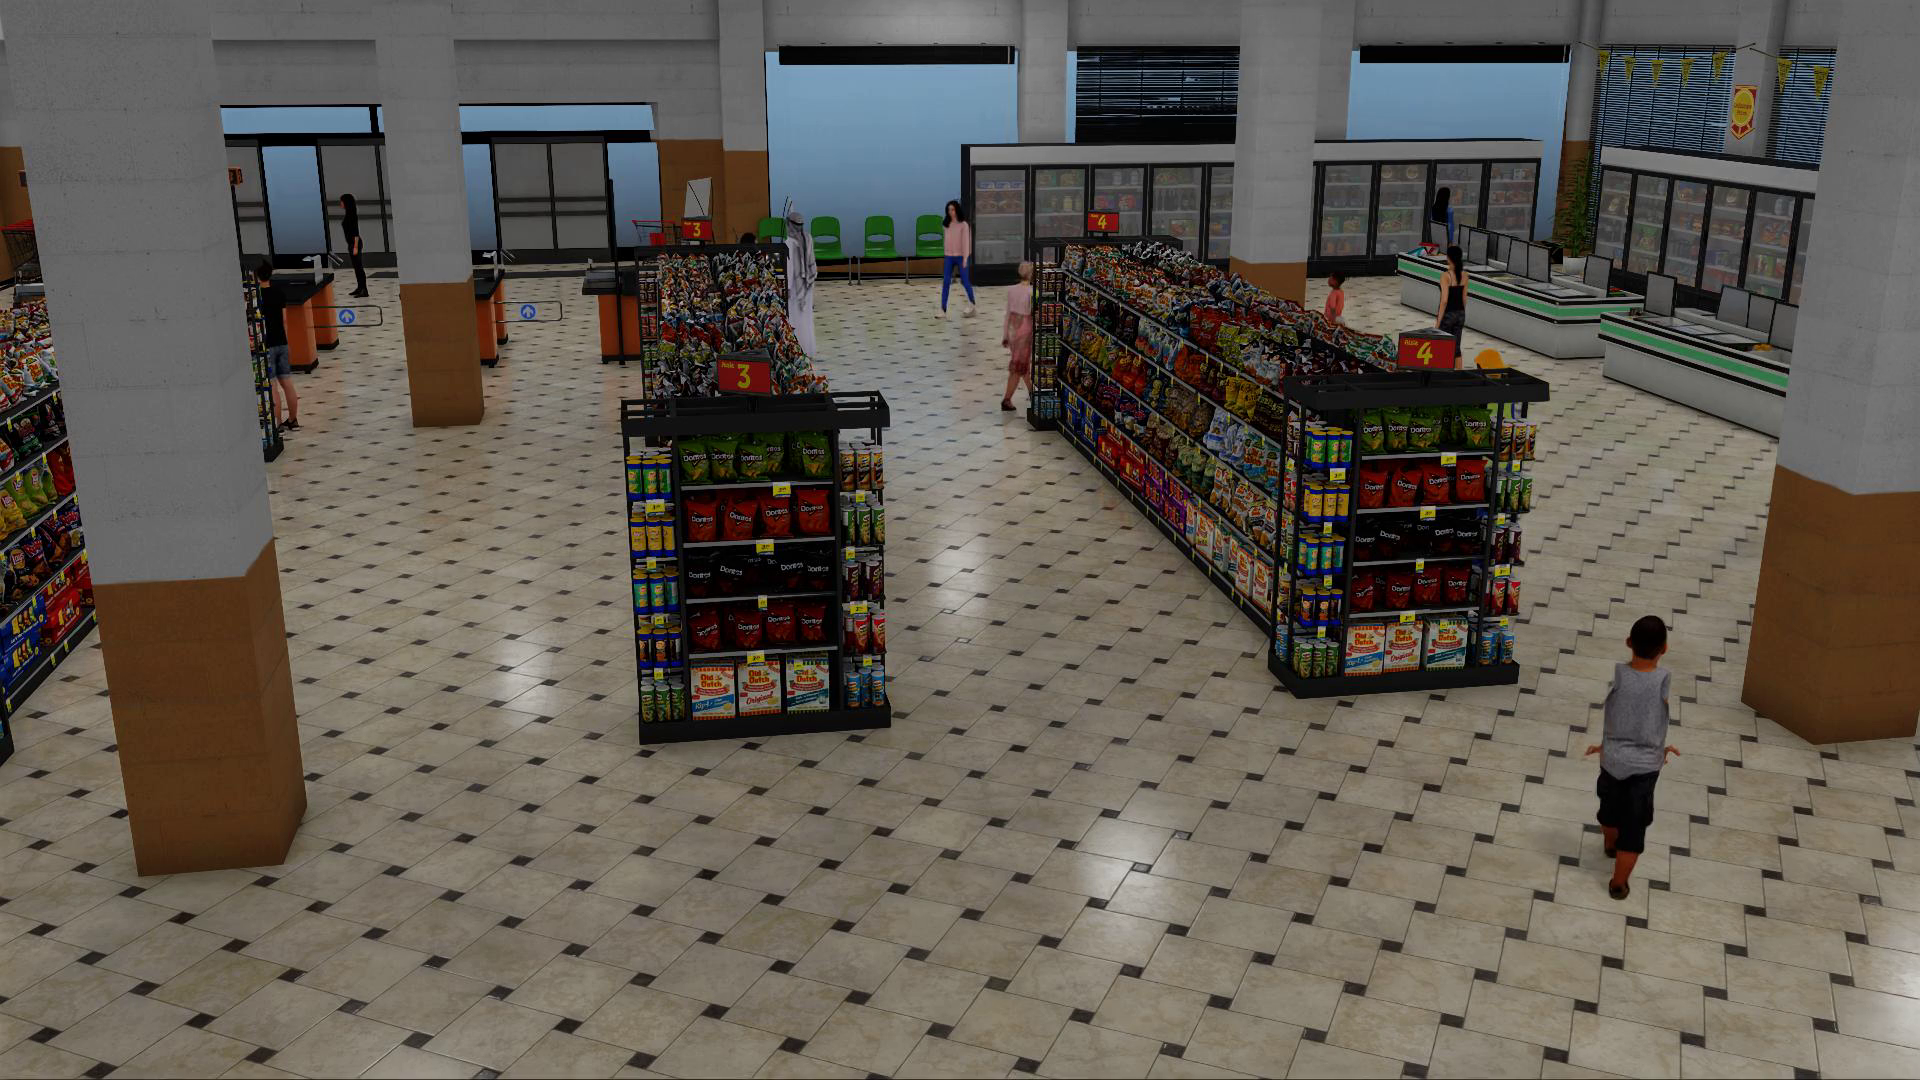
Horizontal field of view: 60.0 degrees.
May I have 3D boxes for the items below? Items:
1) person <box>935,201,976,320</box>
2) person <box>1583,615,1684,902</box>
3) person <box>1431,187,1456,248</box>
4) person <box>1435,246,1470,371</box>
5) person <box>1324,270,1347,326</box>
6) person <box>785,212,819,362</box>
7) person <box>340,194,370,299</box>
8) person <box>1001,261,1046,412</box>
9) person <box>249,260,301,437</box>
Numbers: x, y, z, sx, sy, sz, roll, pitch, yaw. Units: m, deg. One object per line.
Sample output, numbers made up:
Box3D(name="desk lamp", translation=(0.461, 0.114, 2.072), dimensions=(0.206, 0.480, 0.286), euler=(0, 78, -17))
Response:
Box3D(name="person", translation=(0.011, -4.126, 24.650), dimensions=(1.180, 1.706, 1.291), euler=(11, 20, 31))
Box3D(name="person", translation=(3.272, 1.042, 8.101), dimensions=(0.908, 1.434, 1.011), euler=(9, 19, 26))
Box3D(name="person", translation=(7.864, -4.911, 27.226), dimensions=(0.737, 1.712, 0.585), euler=(-10, 19, -29))
Box3D(name="person", translation=(5.779, -2.587, 19.546), dimensions=(0.627, 1.727, 0.612), euler=(-8, 19, -26))
Box3D(name="person", translation=(4.700, -2.669, 20.587), dimensions=(0.923, 1.280, 0.850), euler=(12, 20, 34))
Box3D(name="person", translation=(-2.073, -3.243, 21.365), dimensions=(0.881, 1.926, 0.810), euler=(10, 20, 30))
Box3D(name="person", translation=(-9.768, -4.757, 26.841), dimensions=(0.716, 1.641, 0.575), euler=(-10, 20, -31))
Box3D(name="person", translation=(0.646, -2.220, 18.481), dimensions=(1.068, 1.645, 1.063), euler=(14, 22, 39))
Box3D(name="person", translation=(-7.249, -2.034, 17.522), dimensions=(0.809, 1.846, 0.710), euler=(8, 19, 24))
